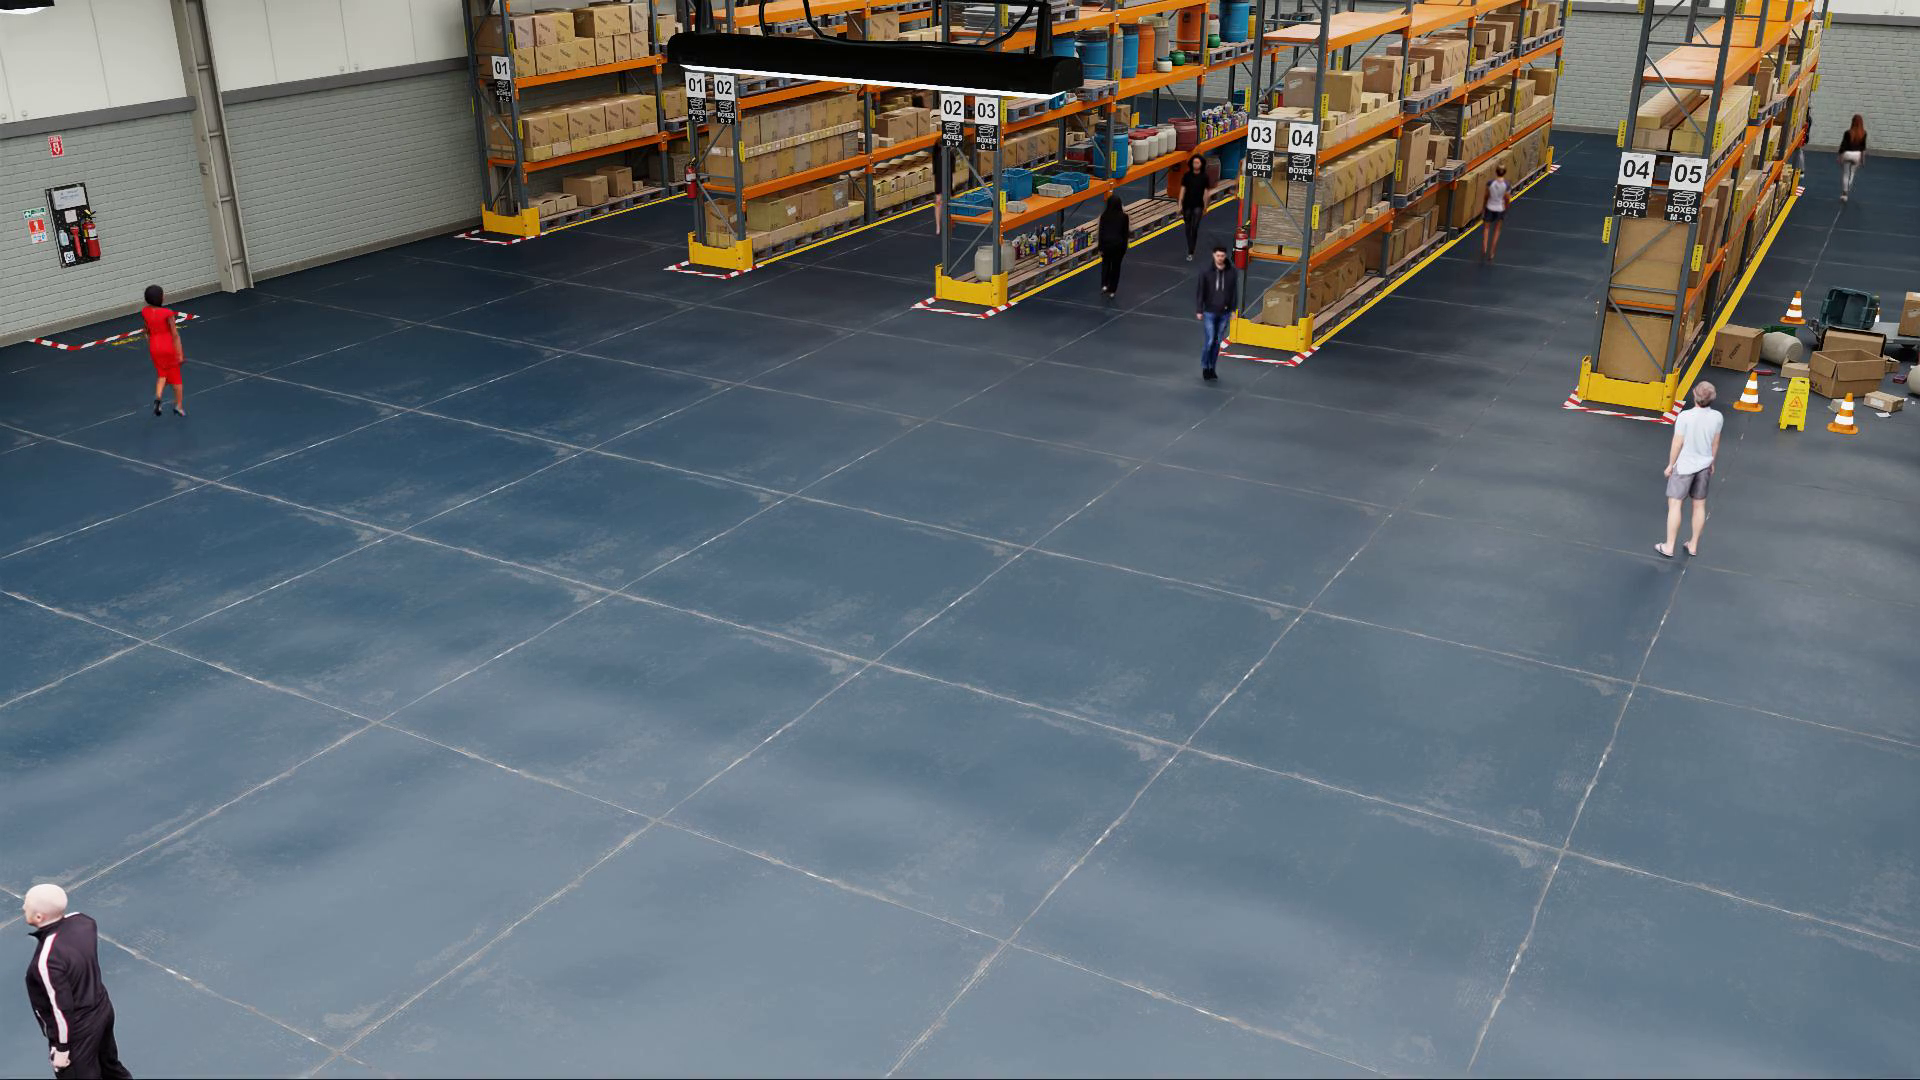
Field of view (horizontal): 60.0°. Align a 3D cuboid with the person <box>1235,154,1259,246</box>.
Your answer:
[{"bbox_3d":[5.182,-6.222,29.820,0.668,1.804,0.660,18,29,36],"label":"person"}]

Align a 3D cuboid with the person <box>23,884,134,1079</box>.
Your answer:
[{"bbox_3d":[-4.724,2.632,8.956,0.828,1.837,0.728,-2,23,-5],"label":"person"}]

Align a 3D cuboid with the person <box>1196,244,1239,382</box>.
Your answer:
[{"bbox_3d":[3.432,-3.091,22.371,0.805,1.871,0.850,-3,23,-7],"label":"person"}]

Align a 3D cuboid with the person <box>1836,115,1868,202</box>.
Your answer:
[{"bbox_3d":[17.830,-7.604,33.247,0.861,1.666,1.146,5,24,11],"label":"person"}]

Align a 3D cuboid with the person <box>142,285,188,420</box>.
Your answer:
[{"bbox_3d":[-9.931,-2.291,20.670,0.774,1.729,0.898,2,23,4],"label":"person"}]

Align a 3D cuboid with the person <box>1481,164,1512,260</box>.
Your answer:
[{"bbox_3d":[9.247,-5.656,28.756,0.674,1.595,0.897,8,24,18],"label":"person"}]

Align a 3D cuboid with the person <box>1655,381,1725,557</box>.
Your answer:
[{"bbox_3d":[7.416,-0.720,16.846,0.741,1.832,0.742,0,23,0],"label":"person"}]

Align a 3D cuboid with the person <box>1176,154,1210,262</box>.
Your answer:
[{"bbox_3d":[4.038,-5.772,28.776,0.849,1.792,1.230,6,24,15],"label":"person"}]

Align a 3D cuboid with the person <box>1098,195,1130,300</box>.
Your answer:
[{"bbox_3d":[2.433,-4.618,26.319,0.822,1.592,0.981,3,23,6],"label":"person"}]

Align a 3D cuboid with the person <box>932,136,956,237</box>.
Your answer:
[{"bbox_3d":[-0.257,-6.502,30.529,0.842,1.764,1.177,4,23,10],"label":"person"}]
